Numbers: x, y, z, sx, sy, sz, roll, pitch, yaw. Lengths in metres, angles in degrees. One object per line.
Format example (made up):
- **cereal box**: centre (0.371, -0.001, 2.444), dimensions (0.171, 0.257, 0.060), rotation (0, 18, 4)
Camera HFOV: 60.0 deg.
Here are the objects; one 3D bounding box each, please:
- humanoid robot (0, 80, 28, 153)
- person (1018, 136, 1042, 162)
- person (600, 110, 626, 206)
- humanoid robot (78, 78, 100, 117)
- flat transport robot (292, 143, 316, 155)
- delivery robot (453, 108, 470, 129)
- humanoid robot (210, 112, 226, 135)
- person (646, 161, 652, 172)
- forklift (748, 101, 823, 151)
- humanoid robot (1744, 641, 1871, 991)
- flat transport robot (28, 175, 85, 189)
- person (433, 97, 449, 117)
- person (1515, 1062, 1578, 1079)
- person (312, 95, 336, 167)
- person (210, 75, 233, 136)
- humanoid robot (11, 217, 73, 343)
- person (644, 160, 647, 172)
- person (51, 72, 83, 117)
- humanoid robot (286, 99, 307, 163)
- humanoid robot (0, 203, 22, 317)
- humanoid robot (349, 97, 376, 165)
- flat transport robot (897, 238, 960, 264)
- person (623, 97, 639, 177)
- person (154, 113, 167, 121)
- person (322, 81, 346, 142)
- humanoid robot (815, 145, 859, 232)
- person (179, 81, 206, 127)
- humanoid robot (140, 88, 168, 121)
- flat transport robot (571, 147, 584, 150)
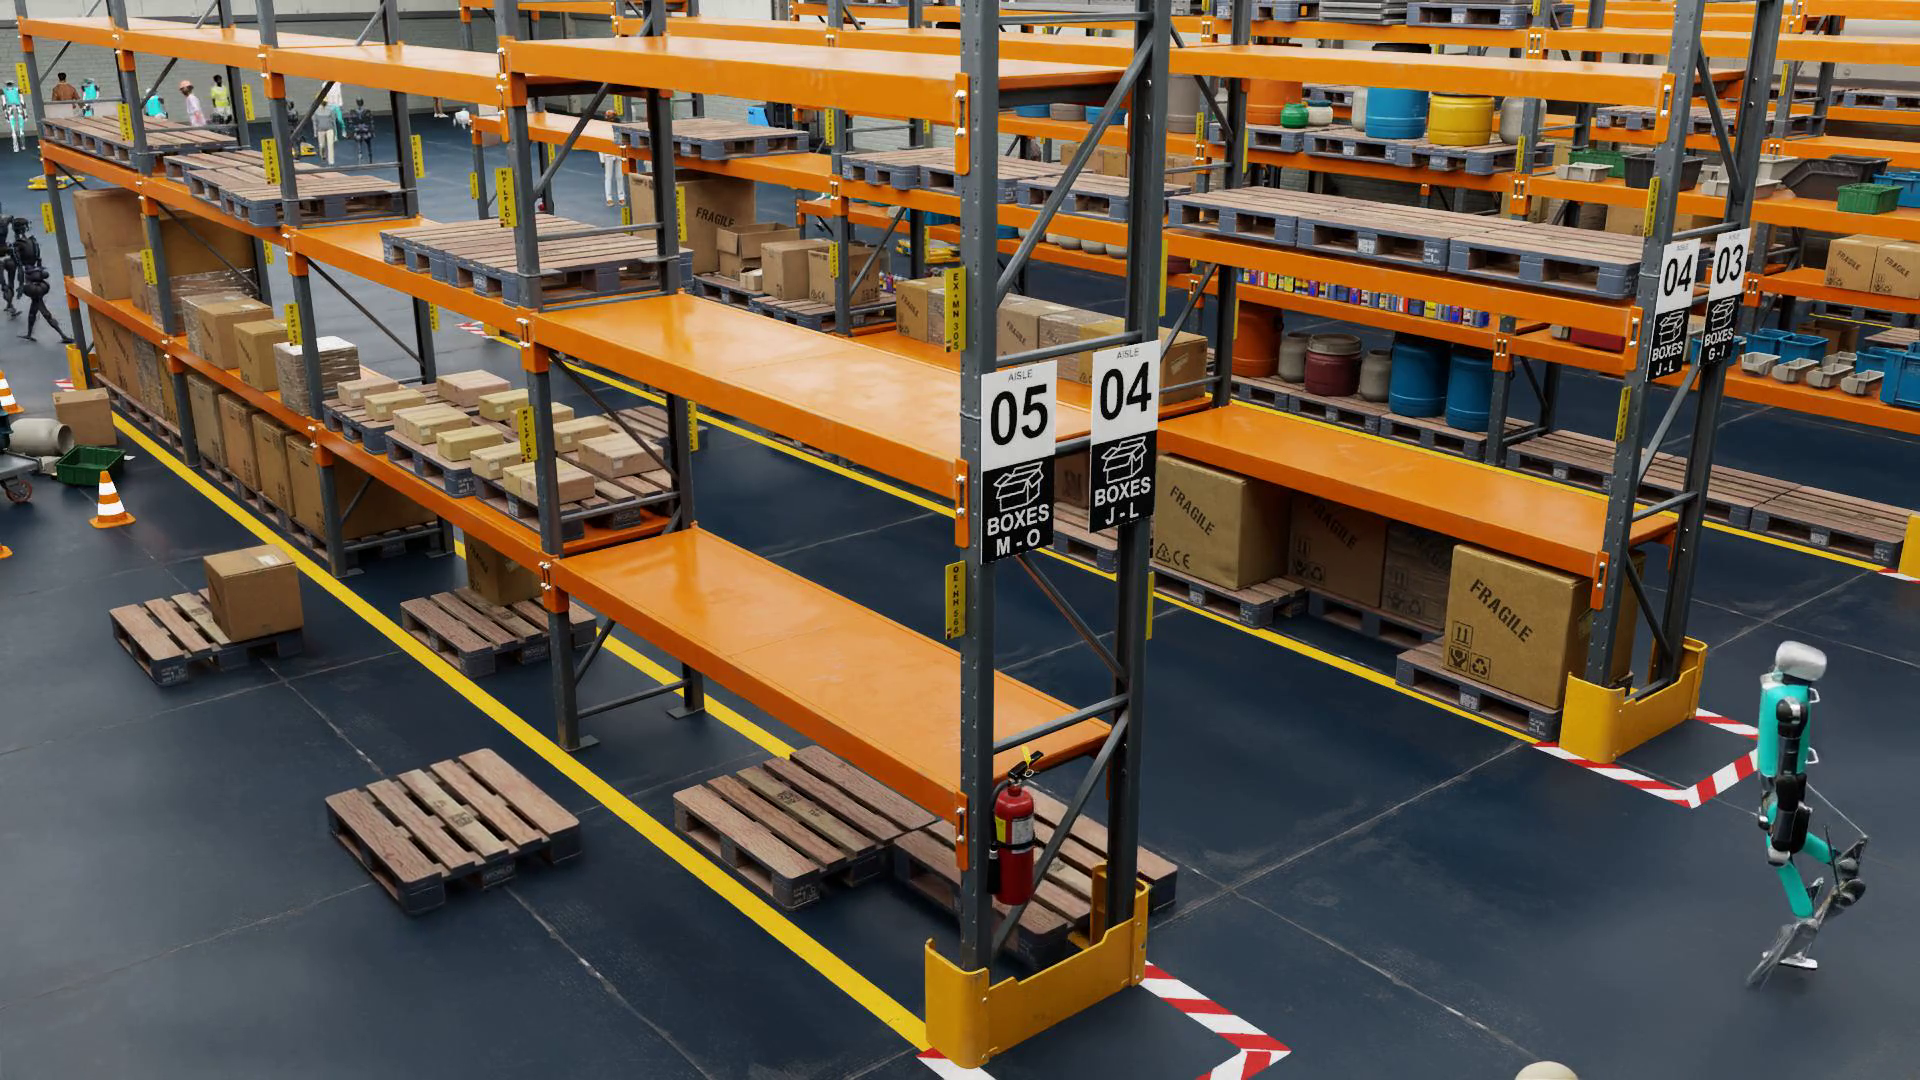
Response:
- **humanoid robot**: centre (-24.069, -10.714, 42.375), dimensions (0.545, 1.896, 0.766), rotation (-8, 21, -21)
- **person**: centre (1.281, -6.637, 30.579), dimensions (0.542, 1.757, 0.414), rotation (-9, 21, -25)
- **person**: centre (-6.919, -7.628, 33.230), dimensions (0.569, 1.877, 0.345), rotation (-12, 23, -31)
- **humanoid robot**: centre (-22.744, -11.092, 43.346), dimensions (0.556, 1.804, 0.799), rotation (5, 20, 14)
- **flat transport robot**: centre (-16.746, -9.876, 42.043), dimensions (0.659, 0.231, 1.431), rotation (-10, 22, -27)
- **delivery robot**: centre (-14.424, -12.251, 48.395), dimensions (0.499, 0.611, 0.814), rotation (-12, 23, -31)
- **humanoid robot**: centre (-15.664, -8.192, 35.150), dimensions (0.624, 1.638, 0.594), rotation (-3, 20, -8)
- **person**: centre (-5.152, -5.979, 28.418), dimensions (0.372, 1.958, 0.596), rotation (3, 20, 8)
- **forklift**: centre (-4.526, -11.368, 42.374), dimensions (1.129, 2.768, 1.873), rotation (-15, 24, -37)
- **humanoid robot**: centre (4.083, 1.377, 7.891), dimensions (0.746, 1.838, 0.542), rotation (6, 20, 17)
- **flat transport robot**: centre (-19.645, -7.810, 36.162), dimensions (0.659, 0.231, 1.431), rotation (-2, 19, -6)
- **person**: centre (-16.199, -14.055, 51.511), dimensions (0.507, 1.878, 0.396), rotation (16, 25, 38)
- **person**: centre (1.638, 2.342, 4.963), dimensions (0.394, 1.800, 0.591), rotation (-10, 21, -25)
- **person**: centre (-14.994, -9.673, 39.259), dimensions (0.523, 1.723, 0.733), rotation (-10, 22, -25)
- **person**: centre (-20.296, -11.933, 45.749), dimensions (0.391, 1.687, 0.540), rotation (14, 24, 35)
- **humanoid robot**: centre (-11.891, -3.316, 21.343), dimensions (0.791, 1.629, 0.608), rotation (0, 19, -1)
- **person**: centre (-6.114, -7.600, 33.359), dimensions (0.464, 1.733, 0.324), rotation (-5, 20, -15)
- **person**: centre (-23.733, -11.479, 44.210), dimensions (0.804, 1.854, 0.382), rotation (-11, 22, -30)
- **humanoid robot**: centre (-15.339, -9.319, 38.332), dimensions (0.315, 1.647, 0.613), rotation (5, 20, 14)
- **humanoid robot**: centre (-13.179, -3.901, 22.959), dimensions (0.760, 1.634, 0.608), rotation (13, 23, 32)
- **humanoid robot**: centre (-14.122, -9.614, 39.266), dimensions (0.601, 1.647, 0.778), rotation (-3, 20, -8)
- **flat transport robot**: centre (-0.511, -4.796, 27.586), dimensions (0.659, 0.231, 1.431), rotation (-7, 21, -20)
- **person**: centre (-7.485, -9.181, 37.638), dimensions (0.377, 1.892, 0.573), rotation (3, 20, 9)
- **person**: centre (-15.690, -7.505, 32.938), dimensions (0.535, 1.845, 1.020), rotation (2, 20, 7)
- **person**: centre (-16.906, -11.751, 44.922), dimensions (0.492, 1.899, 0.642), rotation (-3, 20, -8)
- **humanoid robot**: centre (-2.303, -6.413, 30.032), dimensions (1.003, 1.781, 0.530), rotation (-14, 24, -35)
- **person**: centre (-18.157, -9.868, 39.460), dimensions (0.886, 1.968, 0.669), rotation (-4, 20, -12)
- **humanoid robot**: centre (-19.351, -10.049, 40.234), dimensions (0.540, 1.739, 0.713), rotation (-2, 19, -5)
- **flat transport robot**: centre (-9.378, -10.255, 43.121), dimensions (0.659, 0.231, 1.431), rotation (11, 22, 28)
